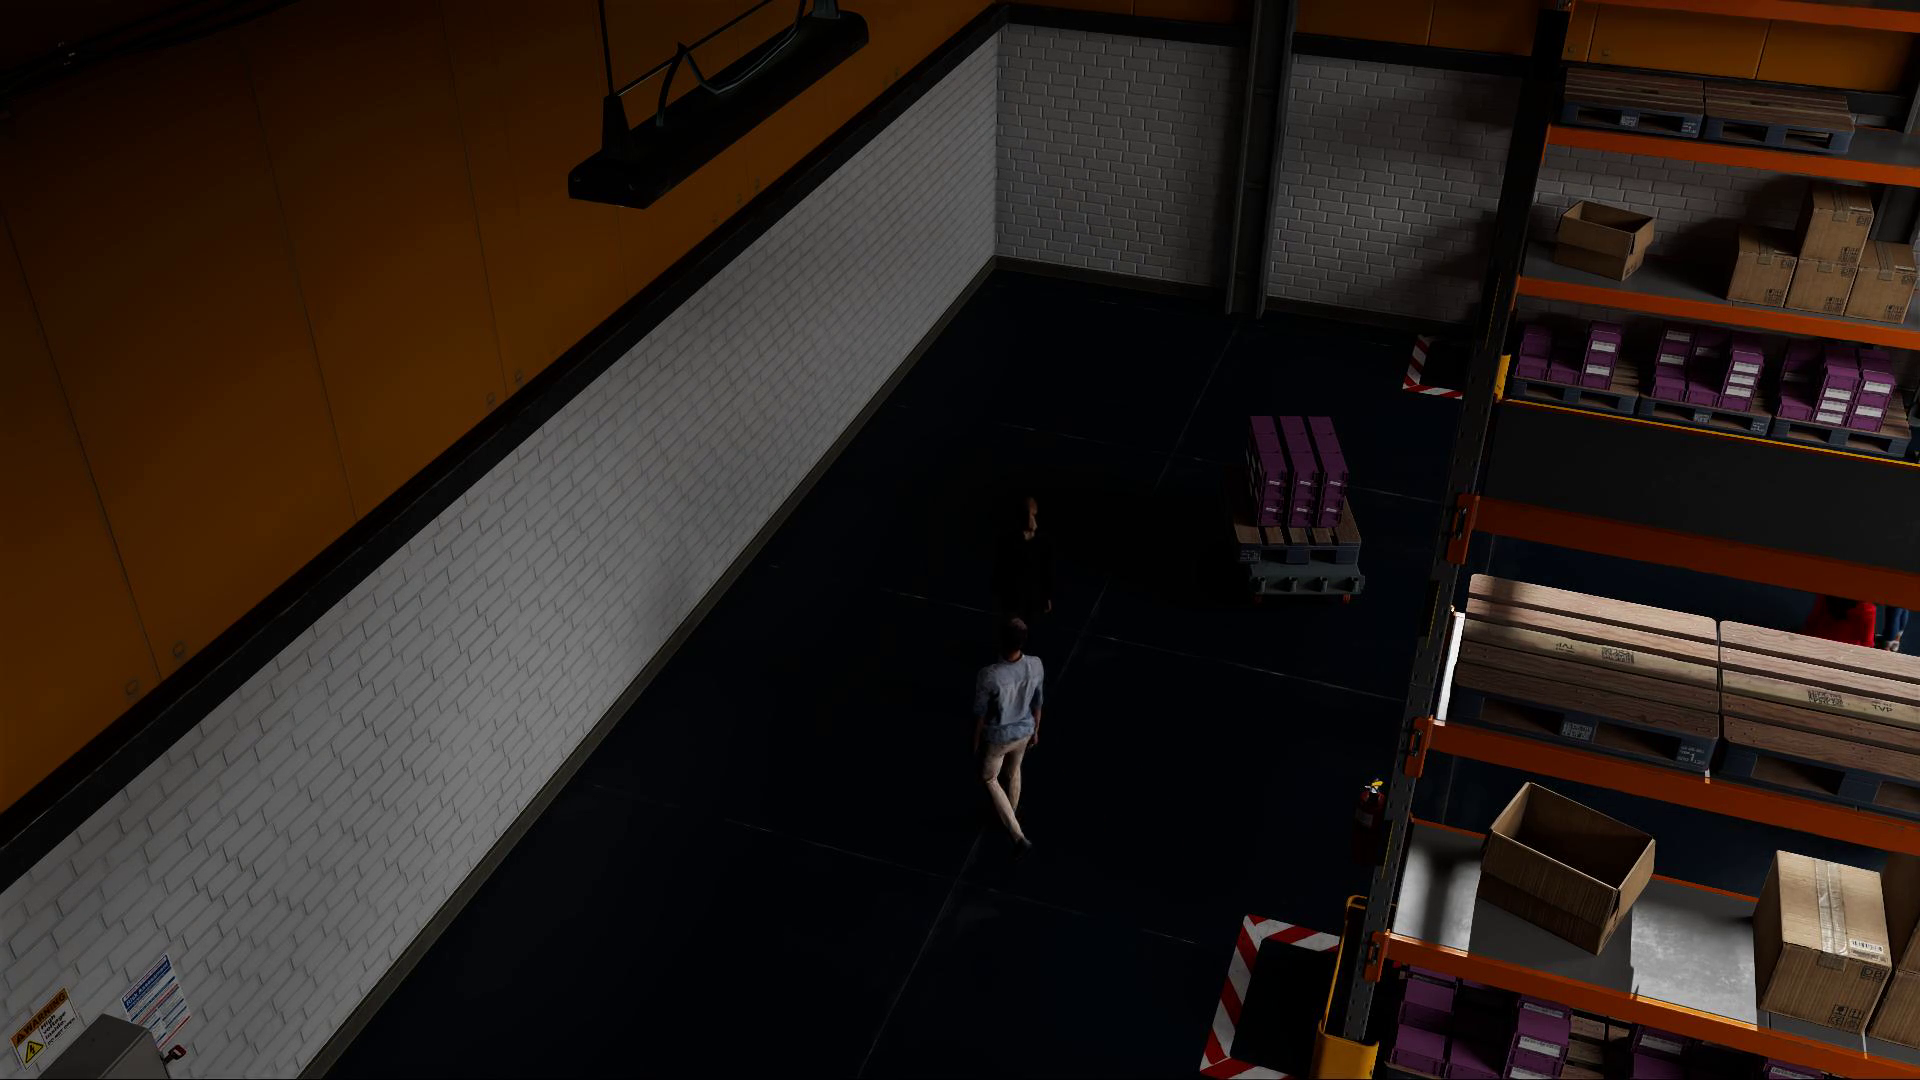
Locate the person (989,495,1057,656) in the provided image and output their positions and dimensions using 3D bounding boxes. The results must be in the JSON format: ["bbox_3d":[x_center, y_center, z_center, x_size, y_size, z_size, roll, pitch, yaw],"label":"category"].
[{"bbox_3d":[0.473,0.491,12.349,1.099,1.652,1.053,-8,34,-11],"label":"person"}]

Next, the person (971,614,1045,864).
[{"bbox_3d":[0.336,1.333,10.918,1.014,1.833,1.072,-14,36,-20],"label":"person"}]
